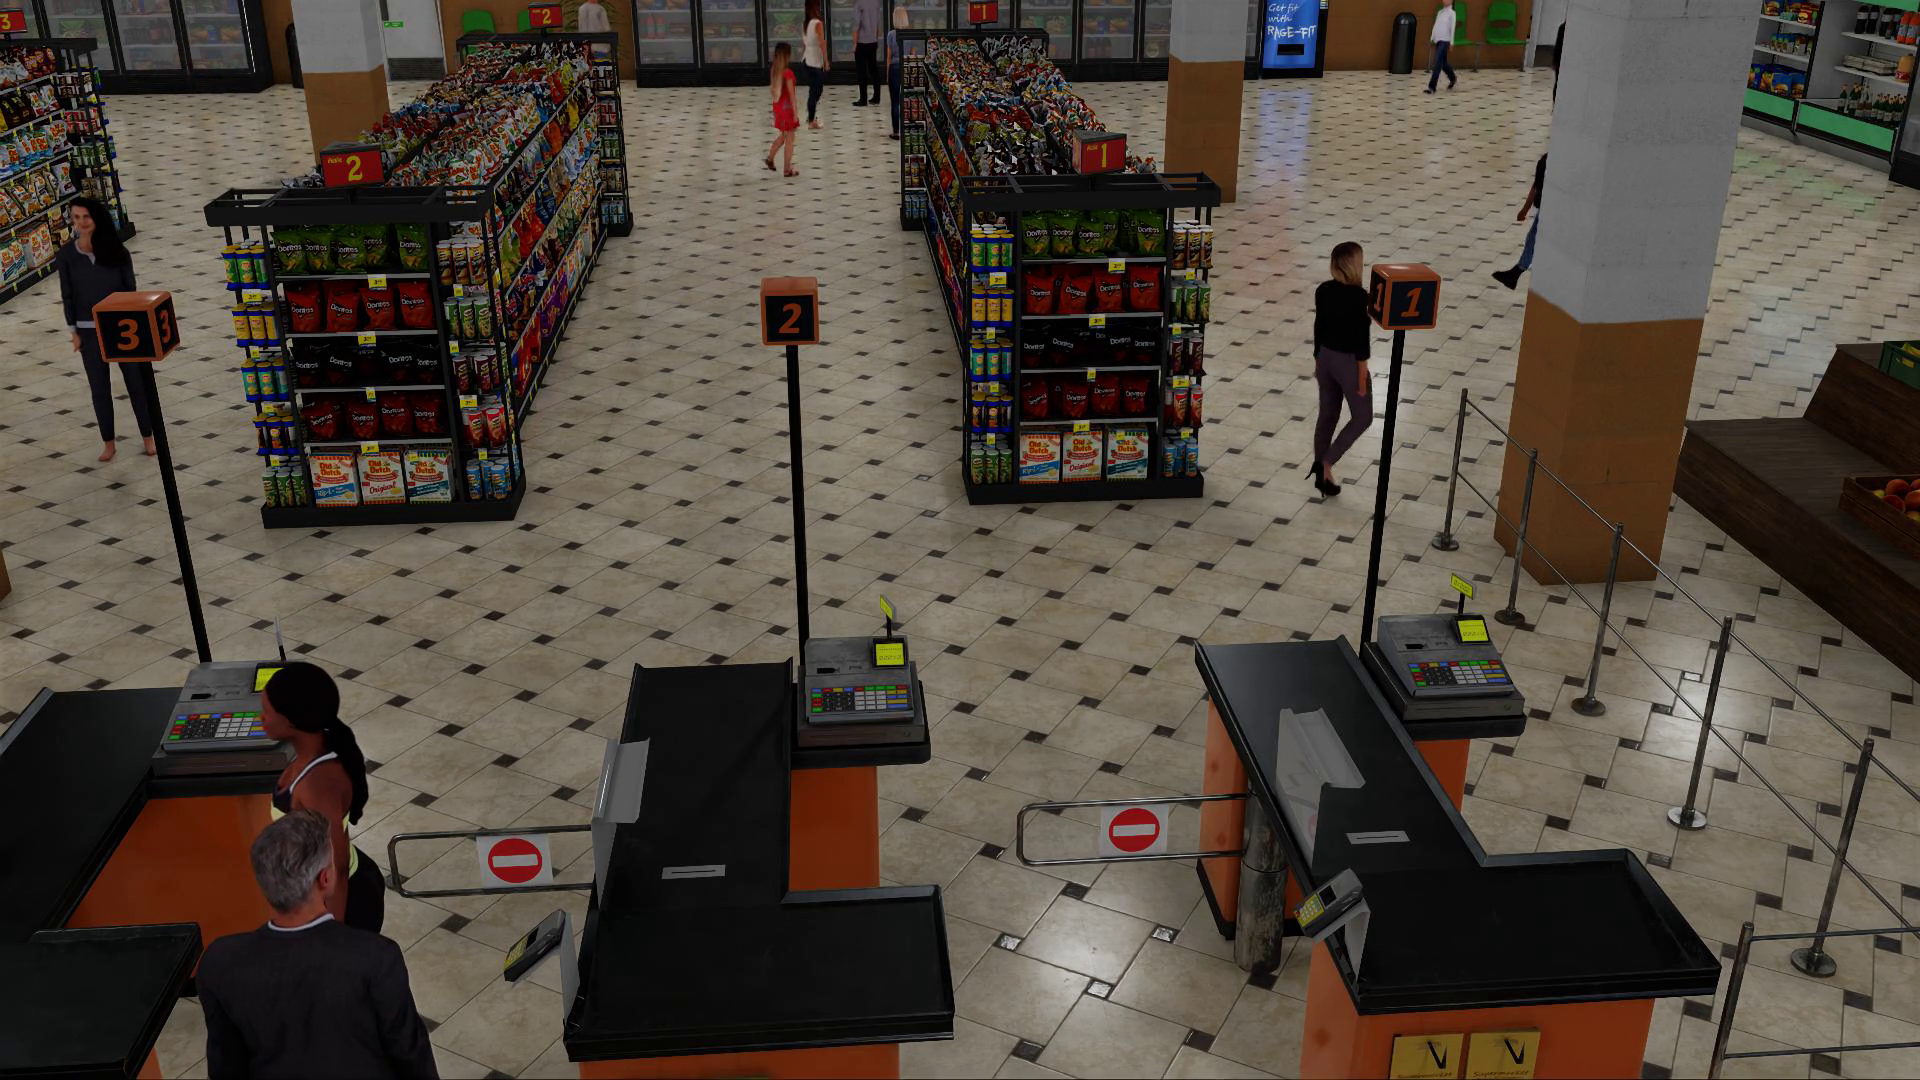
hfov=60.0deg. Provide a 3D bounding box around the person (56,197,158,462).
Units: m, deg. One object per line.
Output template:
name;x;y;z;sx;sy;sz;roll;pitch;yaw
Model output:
person;-5.750;-1.426;11.201;0.679;1.767;0.644;-11;26;-24

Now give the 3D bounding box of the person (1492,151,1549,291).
person;5.282;-2.867;14.638;1.020;1.651;1.171;-20;31;-38

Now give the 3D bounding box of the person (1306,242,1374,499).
person;2.326;-1.019;10.403;0.821;1.661;0.750;-17;29;-34

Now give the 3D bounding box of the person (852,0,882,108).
person;-1.393;-7.429;24.827;0.766;1.841;0.715;20;31;38

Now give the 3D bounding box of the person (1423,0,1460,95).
person;7.596;-7.753;25.961;0.899;1.526;1.063;-14;27;-28

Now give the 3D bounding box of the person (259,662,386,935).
person;-1.948;1.168;5.289;0.662;1.754;0.510;-7;25;-16

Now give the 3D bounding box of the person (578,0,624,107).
person;-5.223;-6.925;23.638;1.051;1.871;1.138;17;29;34

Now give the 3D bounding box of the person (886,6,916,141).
person;-0.789;-6.255;22.293;0.618;1.722;0.610;-10;26;-22

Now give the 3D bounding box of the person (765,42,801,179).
person;-2.168;-5.113;19.859;0.836;1.580;0.791;-19;30;-37

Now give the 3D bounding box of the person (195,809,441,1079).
person;-1.631;1.528;4.367;0.724;1.835;0.567;-1;24;-3

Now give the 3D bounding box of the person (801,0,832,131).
person;-2.092;-6.537;22.866;0.782;1.779;0.681;-16;28;-33
